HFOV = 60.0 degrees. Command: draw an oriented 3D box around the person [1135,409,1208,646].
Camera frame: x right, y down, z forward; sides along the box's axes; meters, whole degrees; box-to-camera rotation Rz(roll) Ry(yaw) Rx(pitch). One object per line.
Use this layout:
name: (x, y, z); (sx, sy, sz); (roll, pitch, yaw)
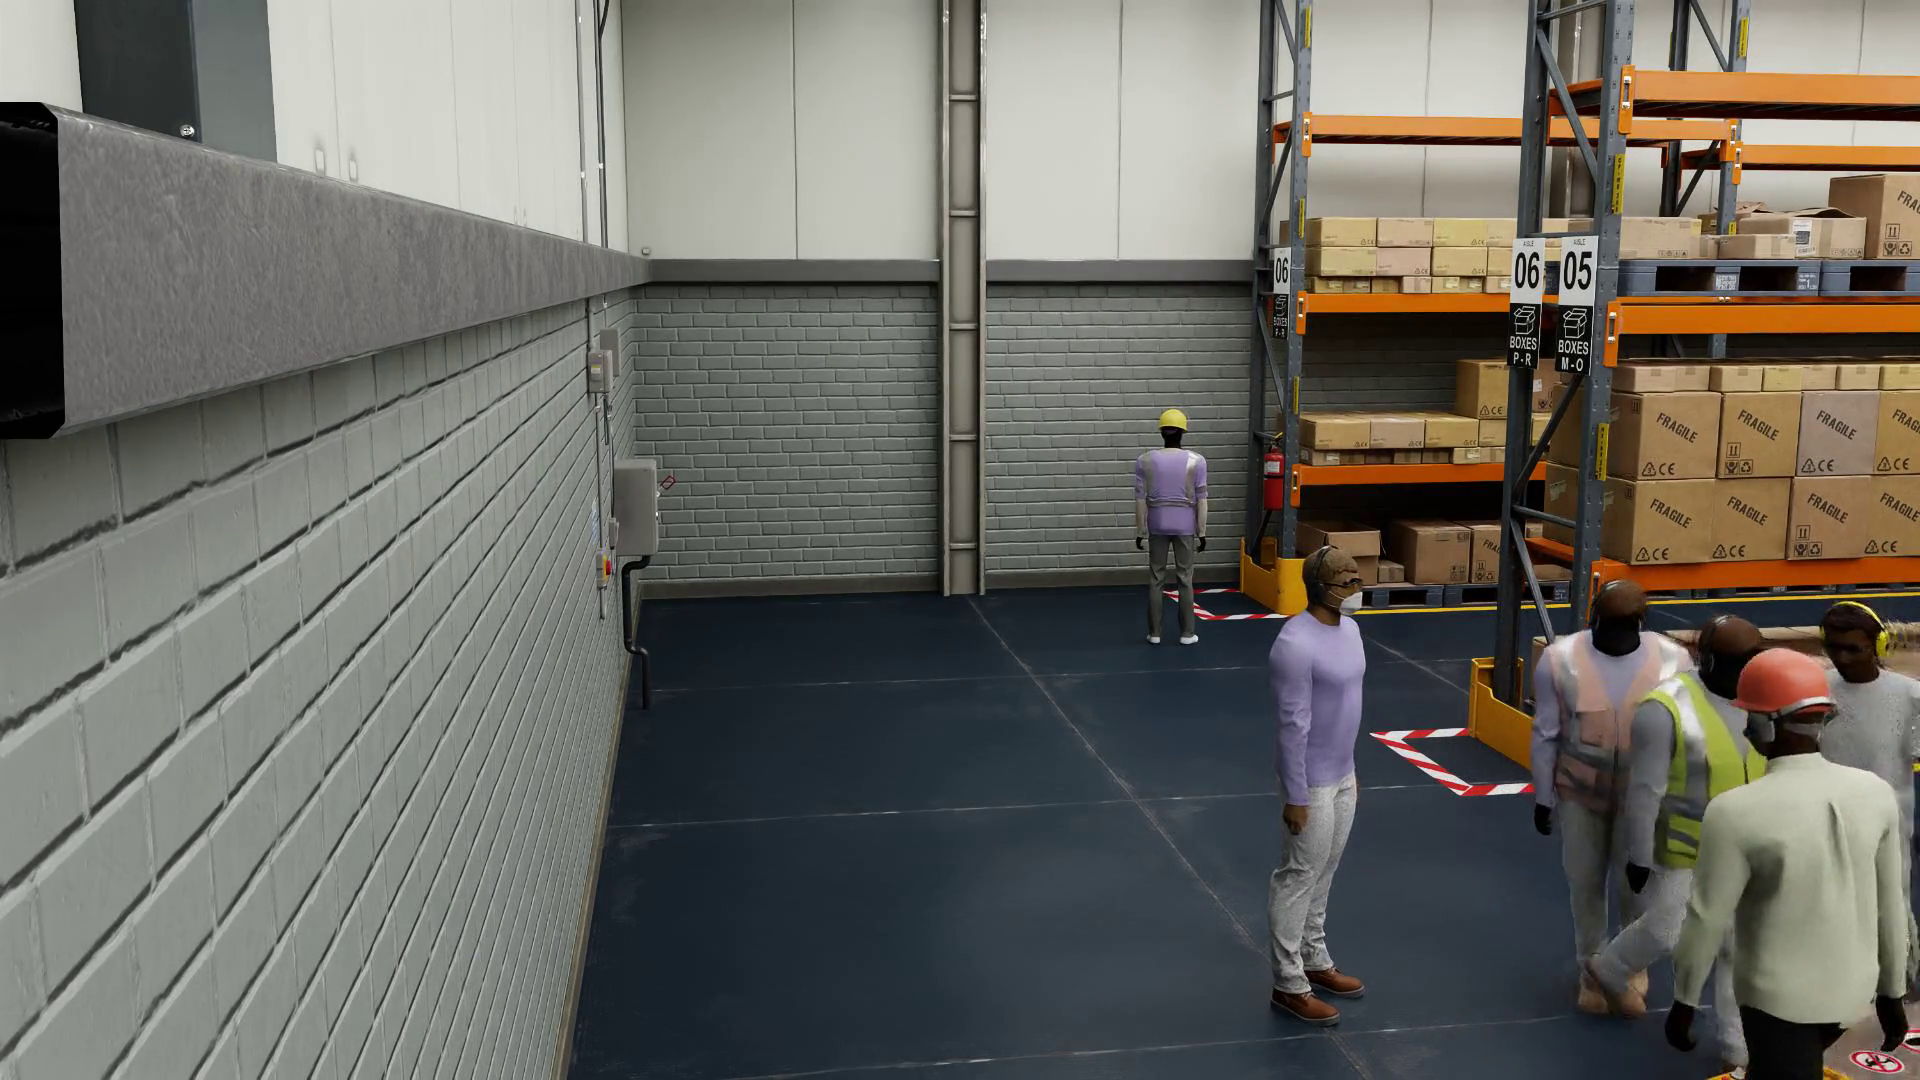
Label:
person: (1.707, -0.095, 13.460); (0.585, 1.917, 0.381); (2, 9, 12)

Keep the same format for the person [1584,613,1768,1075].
person: (2.771, 1.125, 6.324); (0.667, 1.803, 0.841); (-2, 9, -12)

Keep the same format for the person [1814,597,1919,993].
person: (3.551, 1.100, 6.415); (0.937, 1.820, 0.615); (-8, 12, -42)

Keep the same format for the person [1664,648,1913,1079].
person: (2.364, 1.282, 4.875); (0.650, 1.938, 0.942); (-3, 10, -19)

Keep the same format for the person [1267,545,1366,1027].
person: (1.467, 0.977, 6.786); (0.366, 1.939, 0.635); (6, 11, 33)

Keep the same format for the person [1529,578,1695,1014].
person: (2.648, 1.042, 6.779); (0.647, 1.814, 0.447); (4, 10, 21)

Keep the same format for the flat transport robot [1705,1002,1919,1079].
flat transport robot: (3.455, 1.933, 6.020); (1.431, 0.197, 0.652); (-4, 10, -26)
